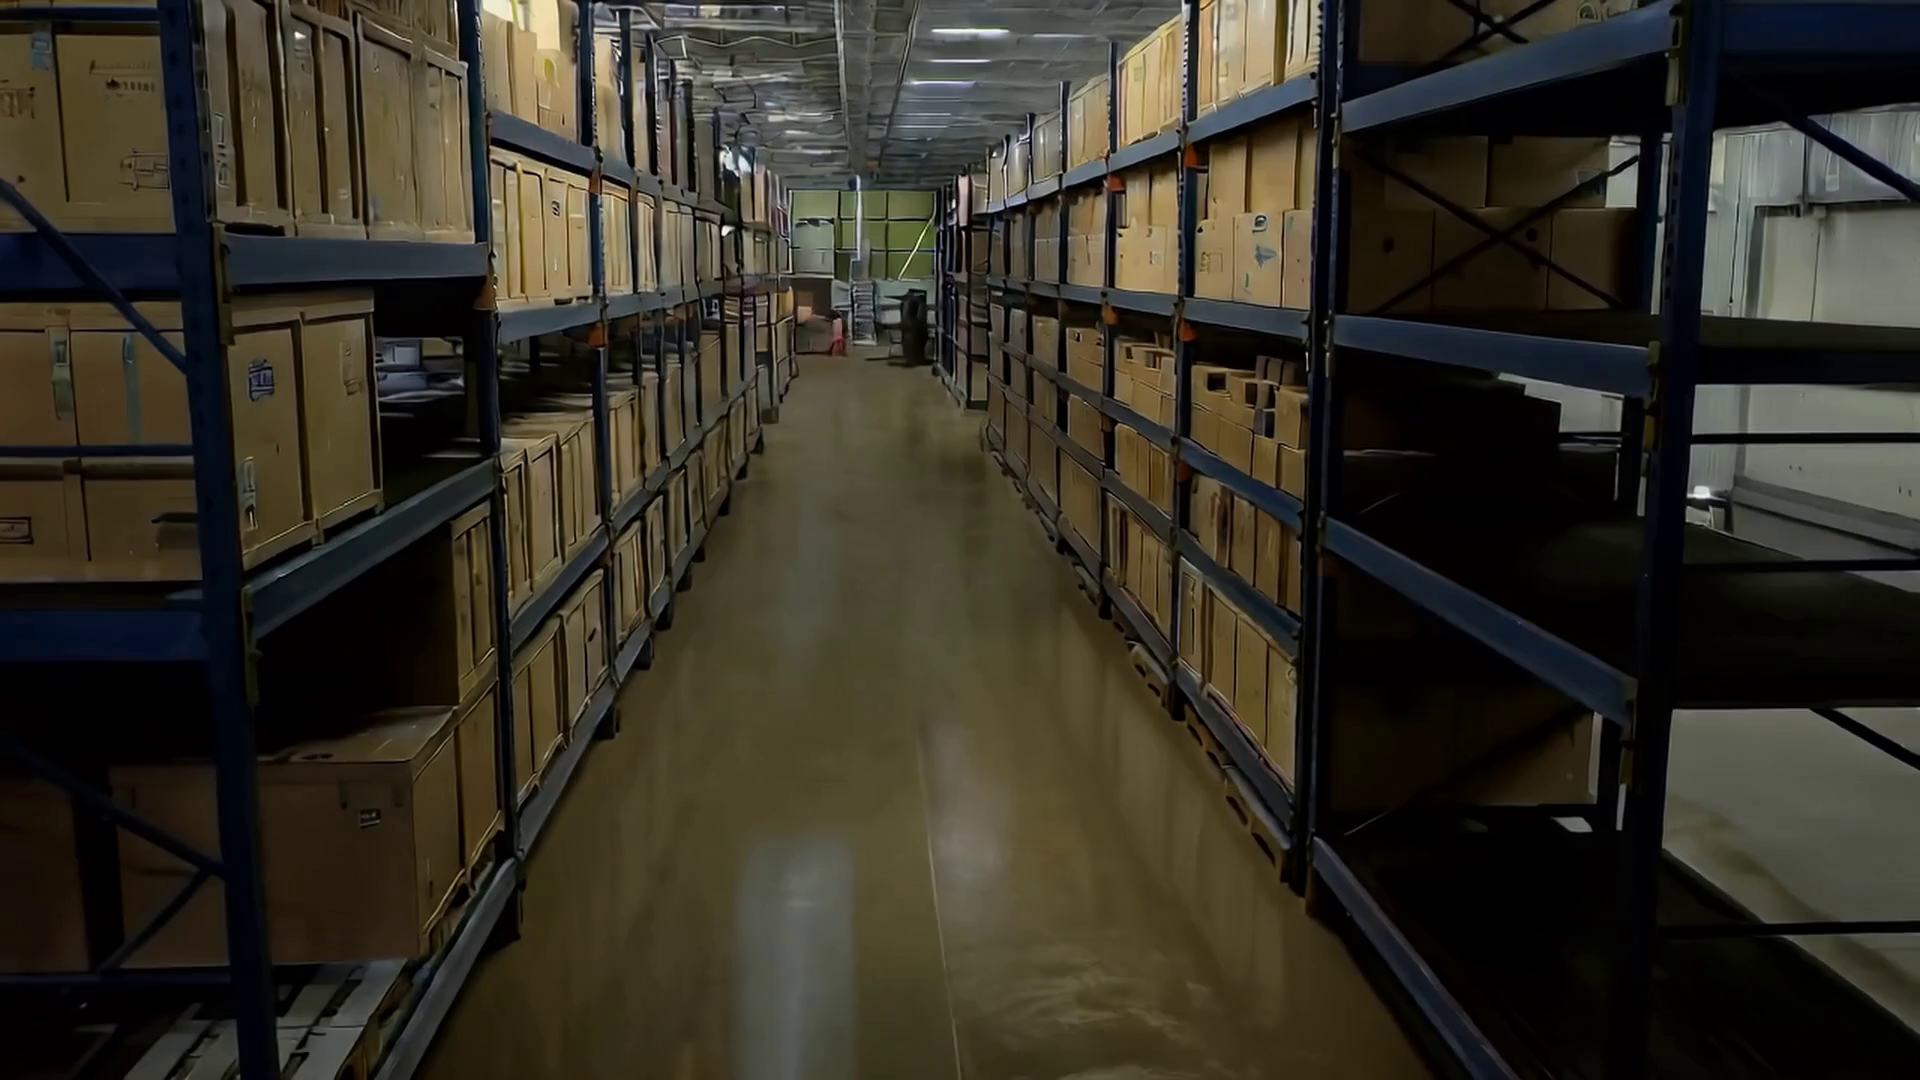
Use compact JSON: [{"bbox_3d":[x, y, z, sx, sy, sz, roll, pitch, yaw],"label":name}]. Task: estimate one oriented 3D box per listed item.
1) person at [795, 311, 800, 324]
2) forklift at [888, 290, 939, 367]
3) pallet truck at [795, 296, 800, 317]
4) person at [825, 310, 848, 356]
[{"bbox_3d":[-7.440,-9.519,74.868,0.559,1.677,0.489,-3,10,-15],"label":"person"},{"bbox_3d":[-1.542,-7.742,60.713,1.873,2.768,1.129,-7,12,-37],"label":"forklift"},{"bbox_3d":[-8.622,-12.439,91.403,1.885,1.965,0.823,2,10,13],"label":"pallet truck"},{"bbox_3d":[-5.057,-8.408,67.652,0.854,1.909,0.540,-8,12,-39],"label":"person"}]
